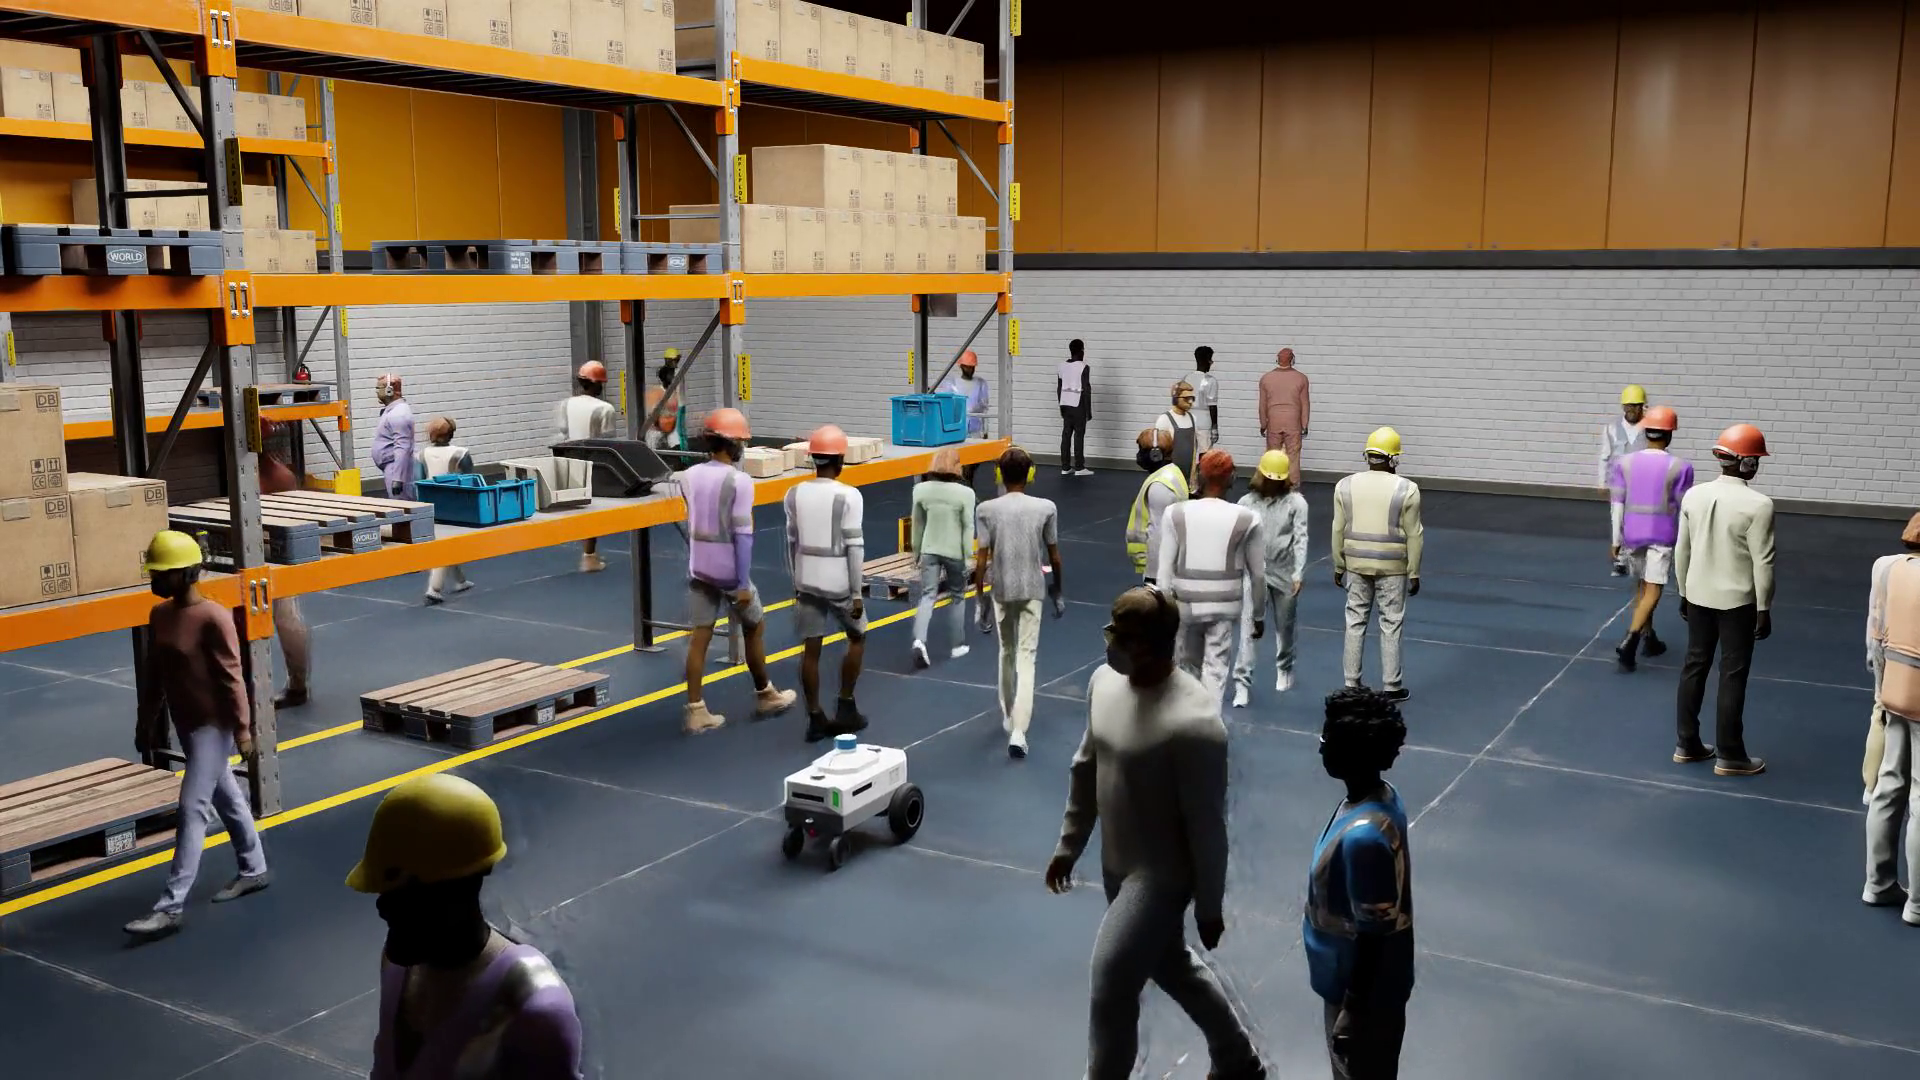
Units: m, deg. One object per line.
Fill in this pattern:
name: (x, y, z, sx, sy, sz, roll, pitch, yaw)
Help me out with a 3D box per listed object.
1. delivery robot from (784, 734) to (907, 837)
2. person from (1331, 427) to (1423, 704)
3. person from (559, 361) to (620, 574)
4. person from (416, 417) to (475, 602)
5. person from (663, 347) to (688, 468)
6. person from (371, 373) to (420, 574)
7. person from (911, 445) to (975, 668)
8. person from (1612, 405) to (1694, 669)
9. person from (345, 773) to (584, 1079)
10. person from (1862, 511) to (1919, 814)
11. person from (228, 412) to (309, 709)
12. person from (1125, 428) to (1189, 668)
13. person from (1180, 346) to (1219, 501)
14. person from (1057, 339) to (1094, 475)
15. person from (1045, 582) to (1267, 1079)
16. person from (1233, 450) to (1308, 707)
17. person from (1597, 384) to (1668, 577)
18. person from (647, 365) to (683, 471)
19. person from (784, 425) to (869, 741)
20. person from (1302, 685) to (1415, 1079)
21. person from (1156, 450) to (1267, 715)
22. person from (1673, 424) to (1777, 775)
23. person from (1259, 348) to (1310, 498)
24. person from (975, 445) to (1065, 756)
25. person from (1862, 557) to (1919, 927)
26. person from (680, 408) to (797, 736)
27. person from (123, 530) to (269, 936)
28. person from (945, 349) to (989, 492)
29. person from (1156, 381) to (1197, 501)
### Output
delivery robot: (-0.561, 1.206, 8.228, 0.477, 0.478, 0.707, 5, 10, 28)
person: (2.769, 0.167, 11.026, 0.601, 1.830, 0.403, 6, 11, 31)
person: (-3.459, -0.699, 15.851, 0.639, 2.014, 0.662, 4, 10, 26)
person: (-4.499, -0.276, 14.529, 0.506, 1.598, 0.870, 3, 9, 16)
person: (-4.192, -1.938, 24.373, 0.326, 1.767, 0.533, 2, 9, 12)
person: (-5.353, -0.627, 15.753, 0.401, 1.907, 0.646, -3, 10, -19)
person: (-0.144, 0.113, 12.074, 0.509, 1.605, 0.758, 3, 10, 19)
person: (4.992, -0.028, 12.047, 0.556, 1.904, 0.941, 9, 12, 43)
person: (-1.001, 1.380, 3.209, 0.785, 1.902, 0.588, -8, 12, -42)
person: (5.027, 0.634, 8.754, 0.270, 1.627, 0.503, -8, 12, -40)
person: (-4.554, 0.159, 10.640, 0.650, 1.965, 0.809, 5, 10, 28)
person: (1.309, 0.176, 10.992, 0.432, 1.836, 0.618, 2, 9, 11)
person: (2.964, -1.424, 20.571, 0.372, 1.958, 0.607, -7, 11, -36)
person: (1.614, -1.869, 23.463, 0.390, 1.920, 0.587, -8, 12, -42)
person: (0.643, 1.052, 5.346, 1.018, 1.897, 0.643, -4, 10, -23)
person: (2.073, 0.231, 11.084, 0.485, 1.683, 0.869, 3, 9, 17)
person: (6.268, -0.548, 15.539, 0.615, 1.814, 0.421, 6, 11, 32)
person: (-3.947, -1.485, 21.923, 0.904, 1.647, 0.539, 5, 10, 26)
person: (-0.782, 0.255, 10.201, 0.566, 1.915, 0.627, 4, 10, 25)
person: (1.125, 1.246, 4.712, 0.316, 1.695, 0.540, 2, 9, 14)
person: (1.457, 0.398, 9.550, 0.607, 1.836, 0.954, 3, 10, 17)
person: (4.377, 0.332, 9.492, 0.396, 1.992, 0.623, -4, 10, -25)
person: (4.091, -1.463, 20.973, 0.640, 1.909, 0.409, 3, 10, 18)
person: (0.352, 0.352, 9.963, 0.533, 1.832, 0.970, 1, 9, 8)
person: (4.241, 0.727, 7.271, 0.385, 1.917, 0.584, -1, 9, -7)
person: (-1.405, 0.177, 10.412, 0.622, 2.002, 0.950, 6, 11, 35)
person: (-3.401, 0.823, 7.250, 0.551, 1.726, 0.853, 6, 11, 34)
person: (0.072, -1.398, 20.516, 0.550, 1.920, 0.590, -2, 9, -14)
person: (2.049, -0.588, 15.768, 0.521, 1.834, 0.364, -8, 12, -41)
